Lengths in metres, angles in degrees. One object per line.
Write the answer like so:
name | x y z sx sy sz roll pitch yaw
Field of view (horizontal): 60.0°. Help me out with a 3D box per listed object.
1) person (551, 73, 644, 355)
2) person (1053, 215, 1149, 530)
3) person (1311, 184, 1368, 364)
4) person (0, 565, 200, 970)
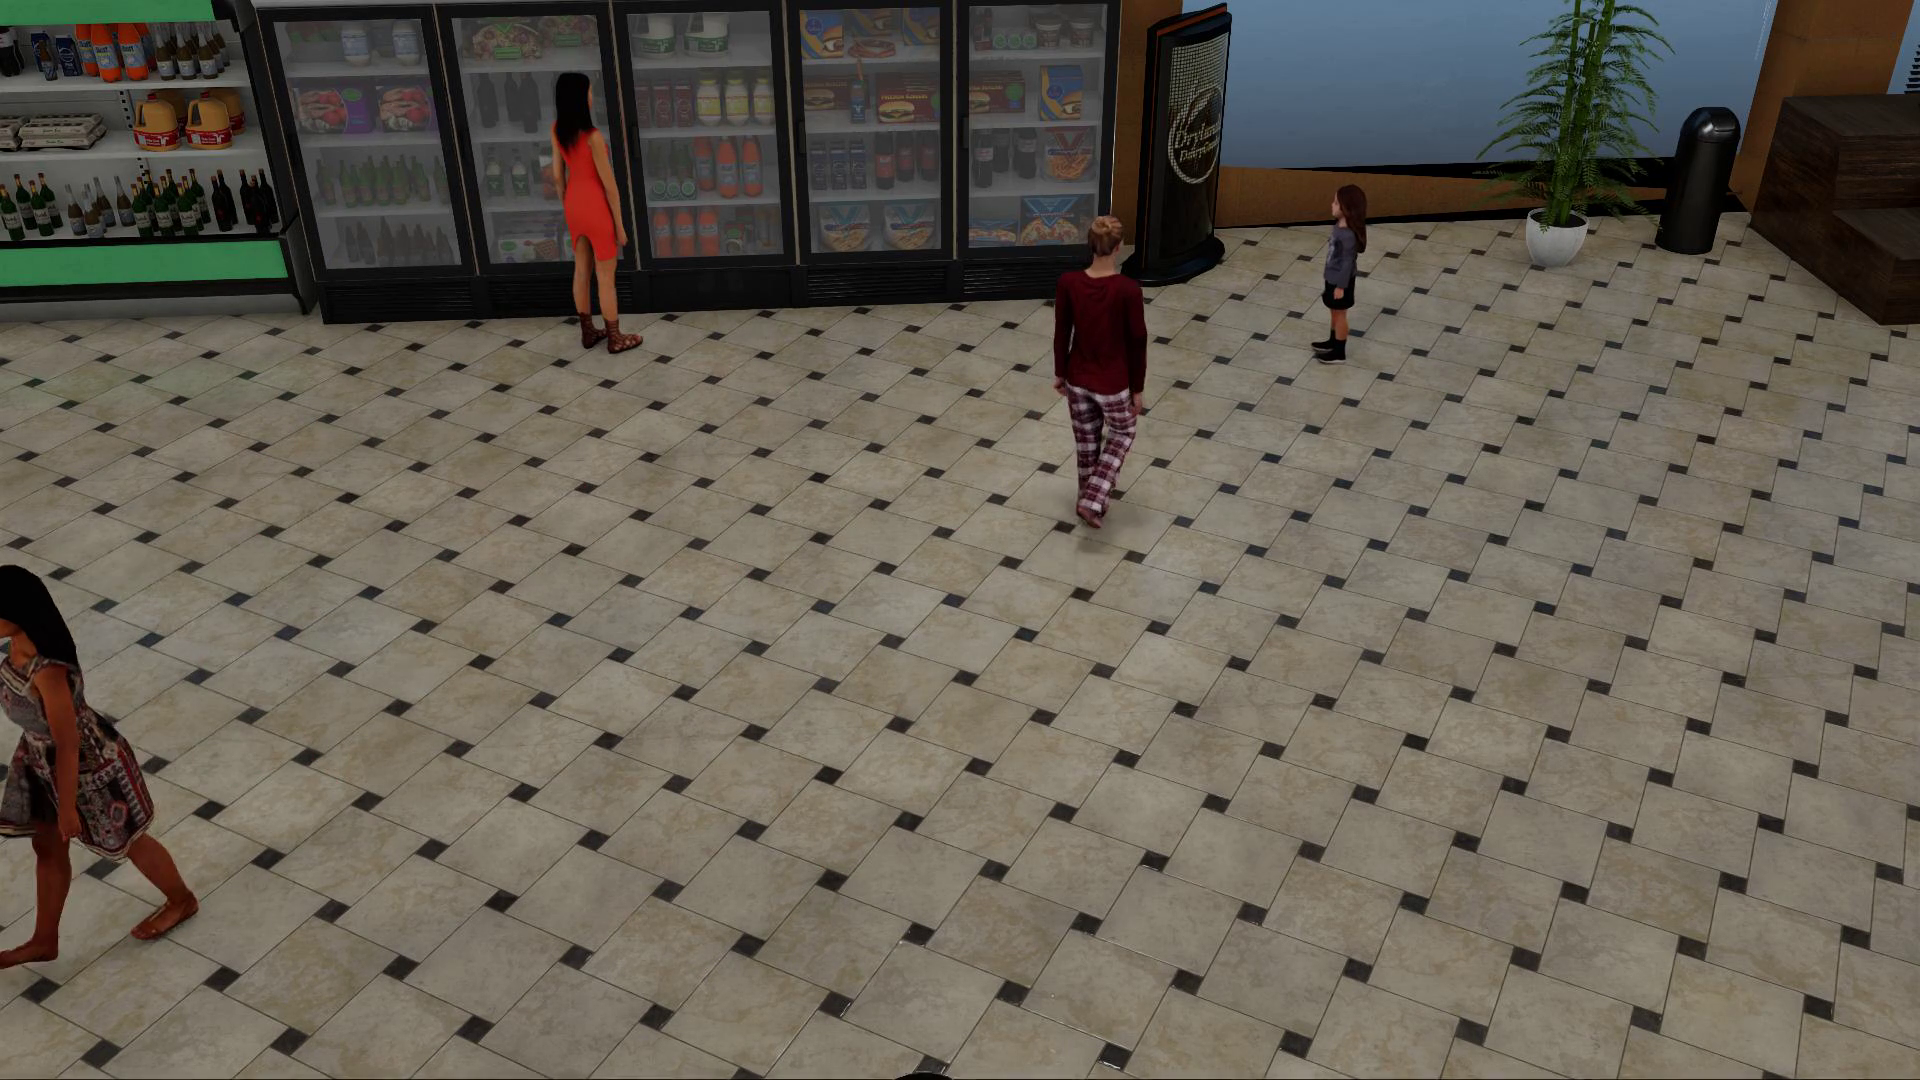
person | -2.223 -1.951 9.990 0.635 1.718 0.727 18 36 26
person | 0.661 -0.760 8.100 0.784 1.694 0.843 12 34 19
person | 2.297 -1.606 10.016 0.465 1.106 0.495 1 32 2
person | -2.960 0.758 5.729 1.054 1.622 0.963 -26 40 -35
